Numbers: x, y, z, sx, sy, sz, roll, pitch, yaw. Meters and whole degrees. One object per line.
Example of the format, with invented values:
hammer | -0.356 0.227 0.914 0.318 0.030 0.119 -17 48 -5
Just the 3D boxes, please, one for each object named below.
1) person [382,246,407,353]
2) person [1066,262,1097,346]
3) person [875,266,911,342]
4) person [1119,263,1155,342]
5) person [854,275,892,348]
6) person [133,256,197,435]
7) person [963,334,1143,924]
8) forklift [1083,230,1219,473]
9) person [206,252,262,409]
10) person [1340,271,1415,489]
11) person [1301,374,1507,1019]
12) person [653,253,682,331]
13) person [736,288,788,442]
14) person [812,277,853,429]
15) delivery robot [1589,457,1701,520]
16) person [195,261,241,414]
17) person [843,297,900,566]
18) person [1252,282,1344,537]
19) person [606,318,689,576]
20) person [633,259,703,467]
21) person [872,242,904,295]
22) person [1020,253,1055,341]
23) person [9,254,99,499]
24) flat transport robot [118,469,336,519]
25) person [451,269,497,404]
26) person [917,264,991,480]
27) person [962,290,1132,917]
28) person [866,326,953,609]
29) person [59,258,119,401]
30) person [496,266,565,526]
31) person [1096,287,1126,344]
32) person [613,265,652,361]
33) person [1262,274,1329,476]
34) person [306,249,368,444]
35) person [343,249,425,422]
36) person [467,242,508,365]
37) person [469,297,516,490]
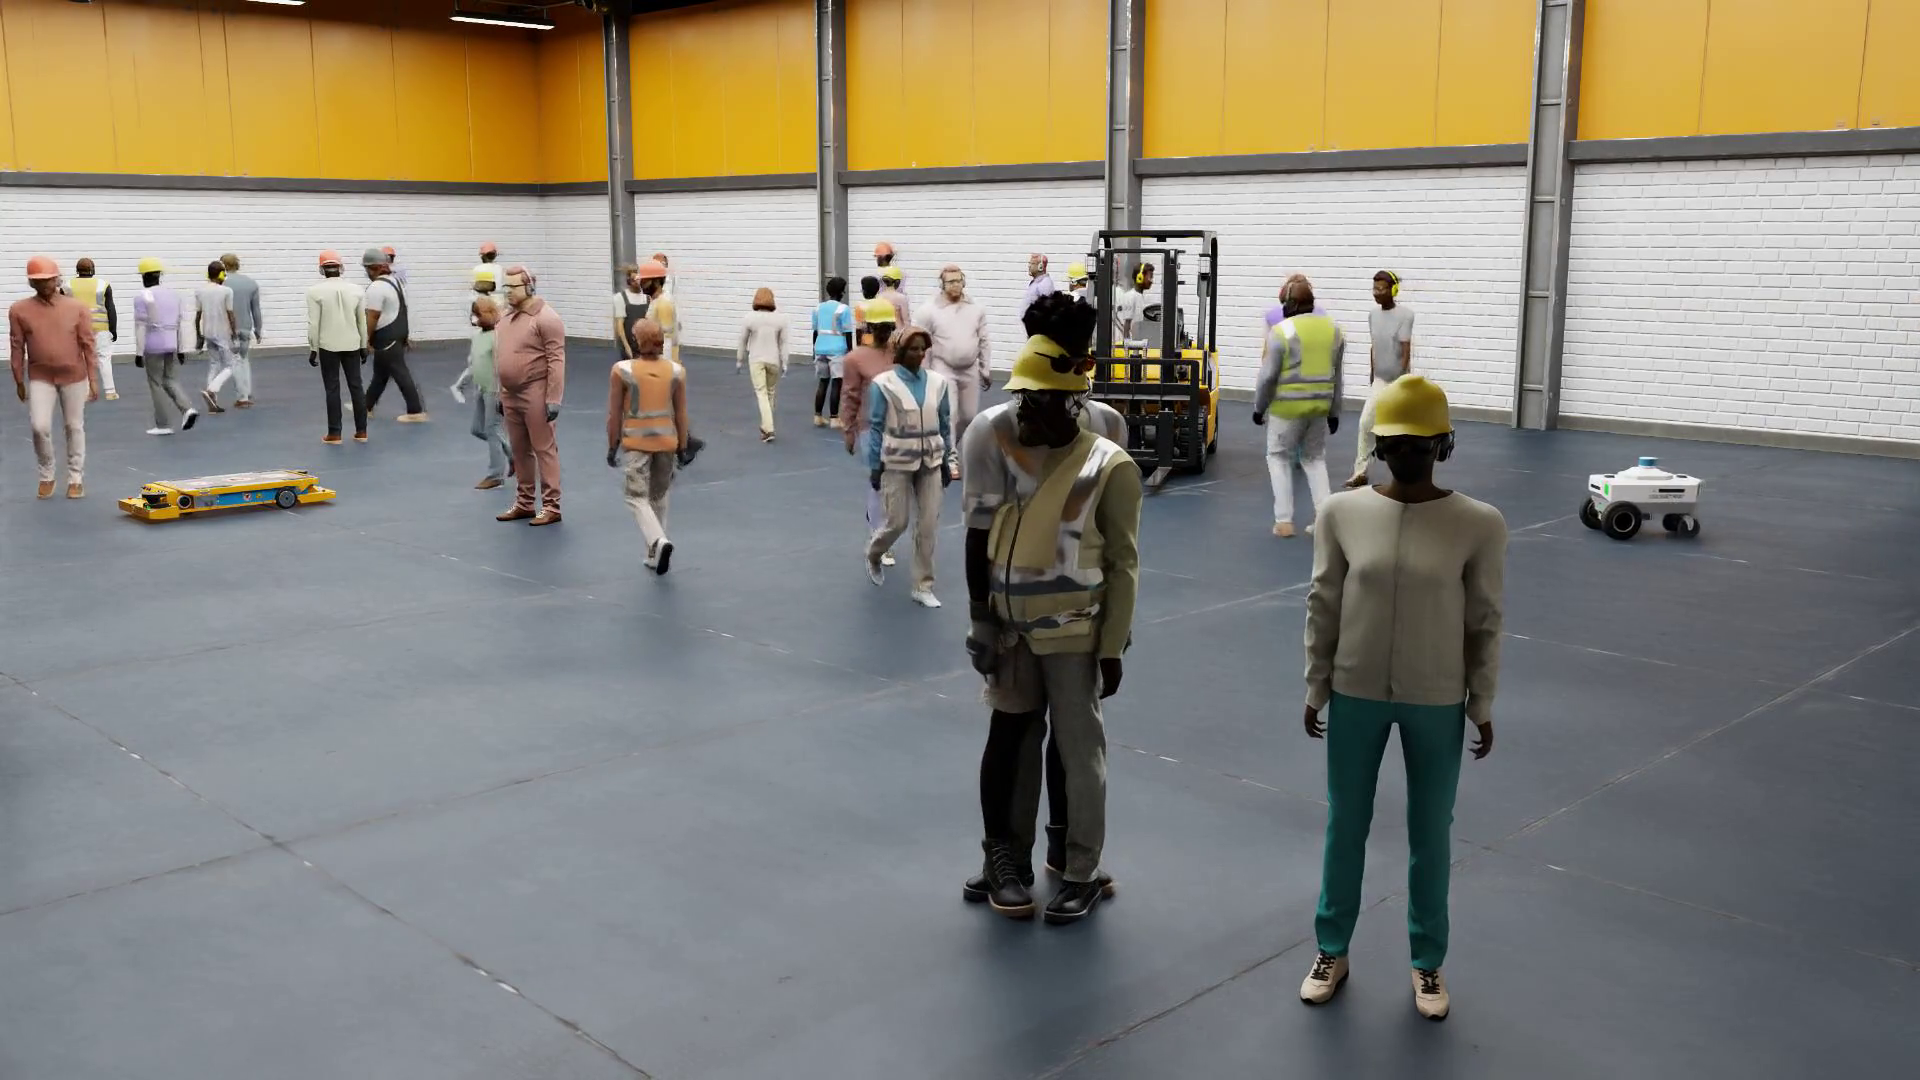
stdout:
person | -10.313 -4.352 30.177 0.542 1.931 0.375 -4 11 -22
person | 1.326 -2.199 18.693 0.404 1.837 0.590 9 14 42
person | -0.809 -2.402 19.996 0.522 1.769 0.310 6 12 28
person | 1.845 -1.977 17.449 0.416 1.845 0.547 3 11 18
person | -0.931 -2.184 19.050 0.535 1.681 0.583 -8 13 -38
person | -8.530 -2.061 17.749 0.463 1.912 0.585 4 11 19
person | 0.269 0.275 5.208 0.589 1.834 0.403 8 13 38
forklift | 1.804 -1.825 15.677 1.214 2.155 2.313 2 11 13
person | -9.020 -2.591 20.590 0.662 1.915 0.645 9 14 40
person | 3.527 -1.309 13.854 0.820 1.837 0.542 -8 13 -37
person | 1.199 0.430 4.546 0.524 1.769 0.314 3 11 18
person | -4.322 -3.215 24.108 0.592 1.881 0.385 -6 12 -30
person | -2.047 -1.835 17.378 0.513 1.590 0.847 -4 11 -23
person | -1.408 -2.070 18.424 0.554 1.681 0.360 8 13 37
delivery robot | 4.873 -0.348 11.838 0.707 0.478 0.477 0 10 0
person | -8.888 -2.407 19.849 0.564 1.835 0.544 2 11 11
person | -0.524 -0.740 11.004 0.527 1.740 0.742 -5 11 -24
person | 2.387 -0.897 11.706 0.661 1.804 0.500 -5 11 -25
person | -1.919 -0.570 10.397 0.511 1.624 0.665 -6 12 -31
person | -2.675 -1.566 14.998 0.487 1.923 0.578 -4 11 -19
person | -1.035 -3.138 23.272 0.447 2.033 0.629 7 13 35
person | 0.950 -2.594 20.641 0.410 1.913 0.643 -2 11 -11
person | -7.290 -1.302 13.414 0.635 1.972 0.524 -5 11 -24
flat transport robot | -5.715 -0.372 13.004 1.431 0.197 0.652 -10 14 -44
person | -6.045 -2.550 20.941 0.753 1.715 0.485 4 11 19
person | -0.070 -1.499 14.751 0.652 1.881 0.735 -4 11 -21
person | 0.286 0.199 5.263 0.613 1.962 0.367 -6 12 -31
person | -0.309 -0.433 9.654 0.520 1.621 0.568 -6 12 -29
person | -11.237 -2.718 21.507 0.632 1.842 0.429 -3 11 -17
person | -3.208 -1.060 12.296 0.655 1.904 0.407 8 13 37
person | 1.684 -2.329 19.326 0.550 1.859 1.071 -8 13 -38
person | -3.567 -2.150 18.526 0.508 1.793 0.973 -6 12 -29
person | 2.995 -1.477 14.907 0.568 1.790 0.986 2 11 11
person | -6.387 -1.979 17.069 0.614 1.990 0.392 -9 14 -40
person | -6.622 -2.358 19.005 1.050 2.000 0.689 0 10 1
person | -7.546 -3.727 26.554 0.644 2.002 0.996 -10 14 -43
person | -3.938 -1.244 14.057 0.450 1.619 0.522 -8 13 -38
